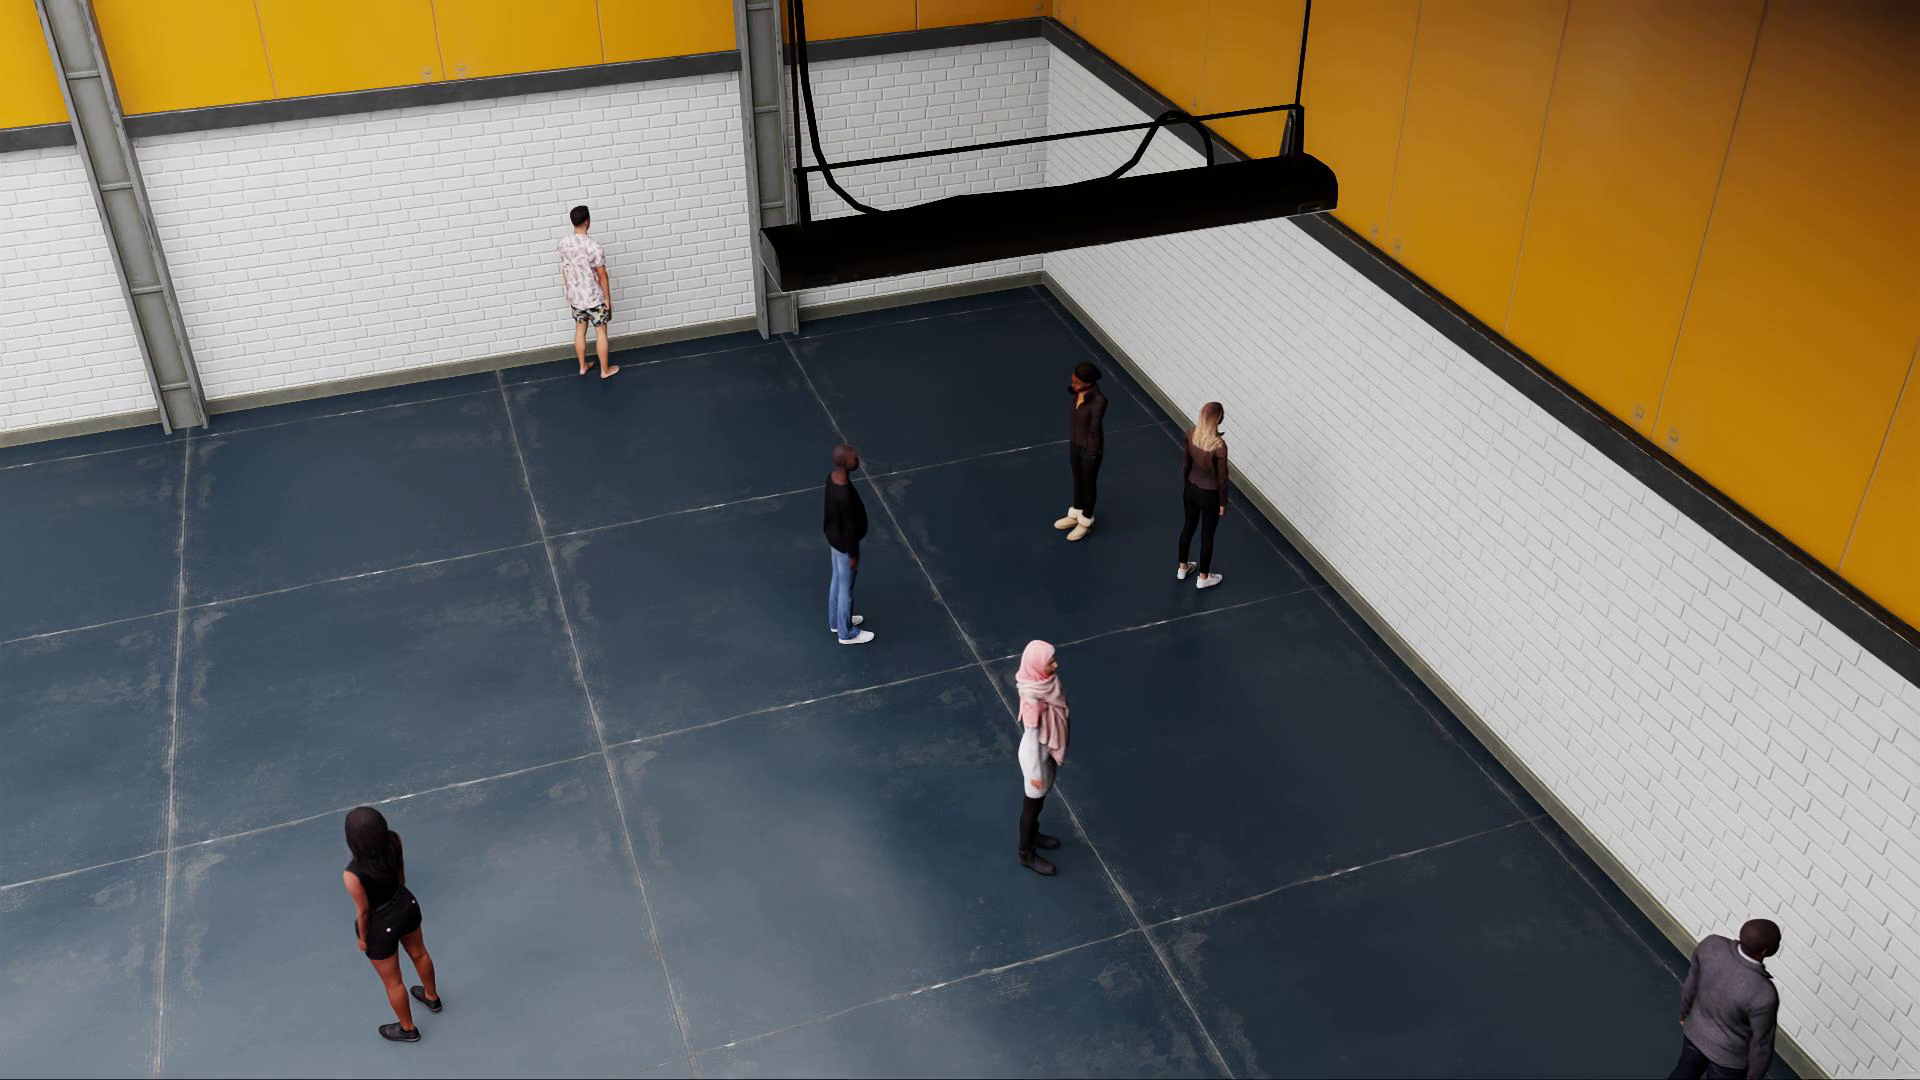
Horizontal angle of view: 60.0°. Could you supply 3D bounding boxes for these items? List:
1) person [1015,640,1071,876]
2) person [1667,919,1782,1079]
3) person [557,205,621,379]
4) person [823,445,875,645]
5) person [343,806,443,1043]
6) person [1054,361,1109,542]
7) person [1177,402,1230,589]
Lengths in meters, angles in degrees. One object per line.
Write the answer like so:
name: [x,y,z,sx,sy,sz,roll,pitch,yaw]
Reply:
person: [0.513,1.406,10.929,0.761,1.803,0.736,7,34,10]
person: [4.084,2.702,8.967,0.570,1.817,0.719,-12,35,-18]
person: [-3.768,-2.497,16.793,0.708,1.812,0.800,10,35,15]
person: [-0.918,0.021,13.061,0.515,1.749,0.579,-11,35,-17]
person: [-3.350,2.230,9.746,0.708,1.741,0.665,12,35,17]
person: [1.101,-0.806,14.386,0.666,1.660,0.616,-17,37,-23]
person: [1.999,-0.378,13.702,0.637,1.704,0.669,-27,42,-34]
